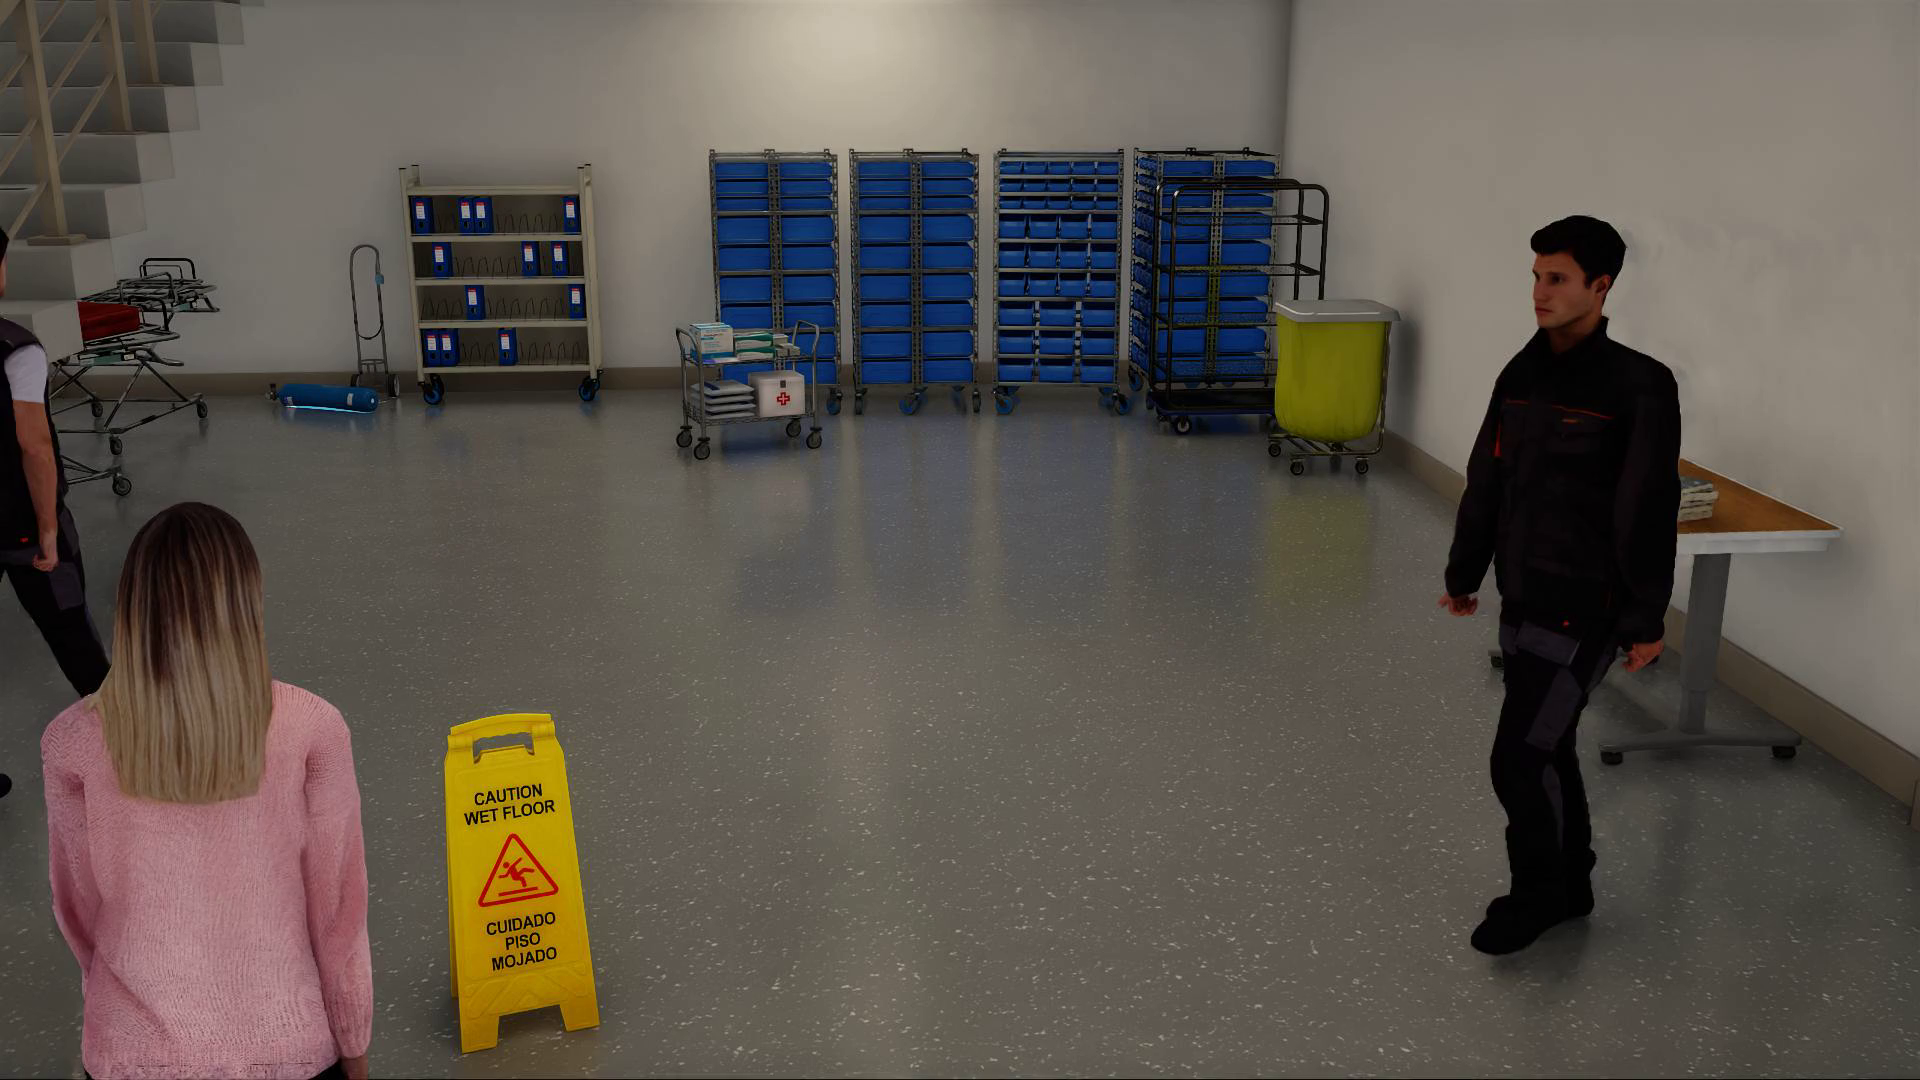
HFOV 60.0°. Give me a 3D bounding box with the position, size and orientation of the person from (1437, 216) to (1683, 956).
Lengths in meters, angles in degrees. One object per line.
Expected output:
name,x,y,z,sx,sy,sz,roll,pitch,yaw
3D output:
person,1.647,0.134,4.327,0.894,1.927,0.784,-6,17,-21

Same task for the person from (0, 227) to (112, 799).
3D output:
person,-3.034,-0.024,5.117,0.786,1.801,1.210,1,16,4

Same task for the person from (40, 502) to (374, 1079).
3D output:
person,-1.107,0.802,2.469,0.758,1.650,1.140,-4,16,-15
